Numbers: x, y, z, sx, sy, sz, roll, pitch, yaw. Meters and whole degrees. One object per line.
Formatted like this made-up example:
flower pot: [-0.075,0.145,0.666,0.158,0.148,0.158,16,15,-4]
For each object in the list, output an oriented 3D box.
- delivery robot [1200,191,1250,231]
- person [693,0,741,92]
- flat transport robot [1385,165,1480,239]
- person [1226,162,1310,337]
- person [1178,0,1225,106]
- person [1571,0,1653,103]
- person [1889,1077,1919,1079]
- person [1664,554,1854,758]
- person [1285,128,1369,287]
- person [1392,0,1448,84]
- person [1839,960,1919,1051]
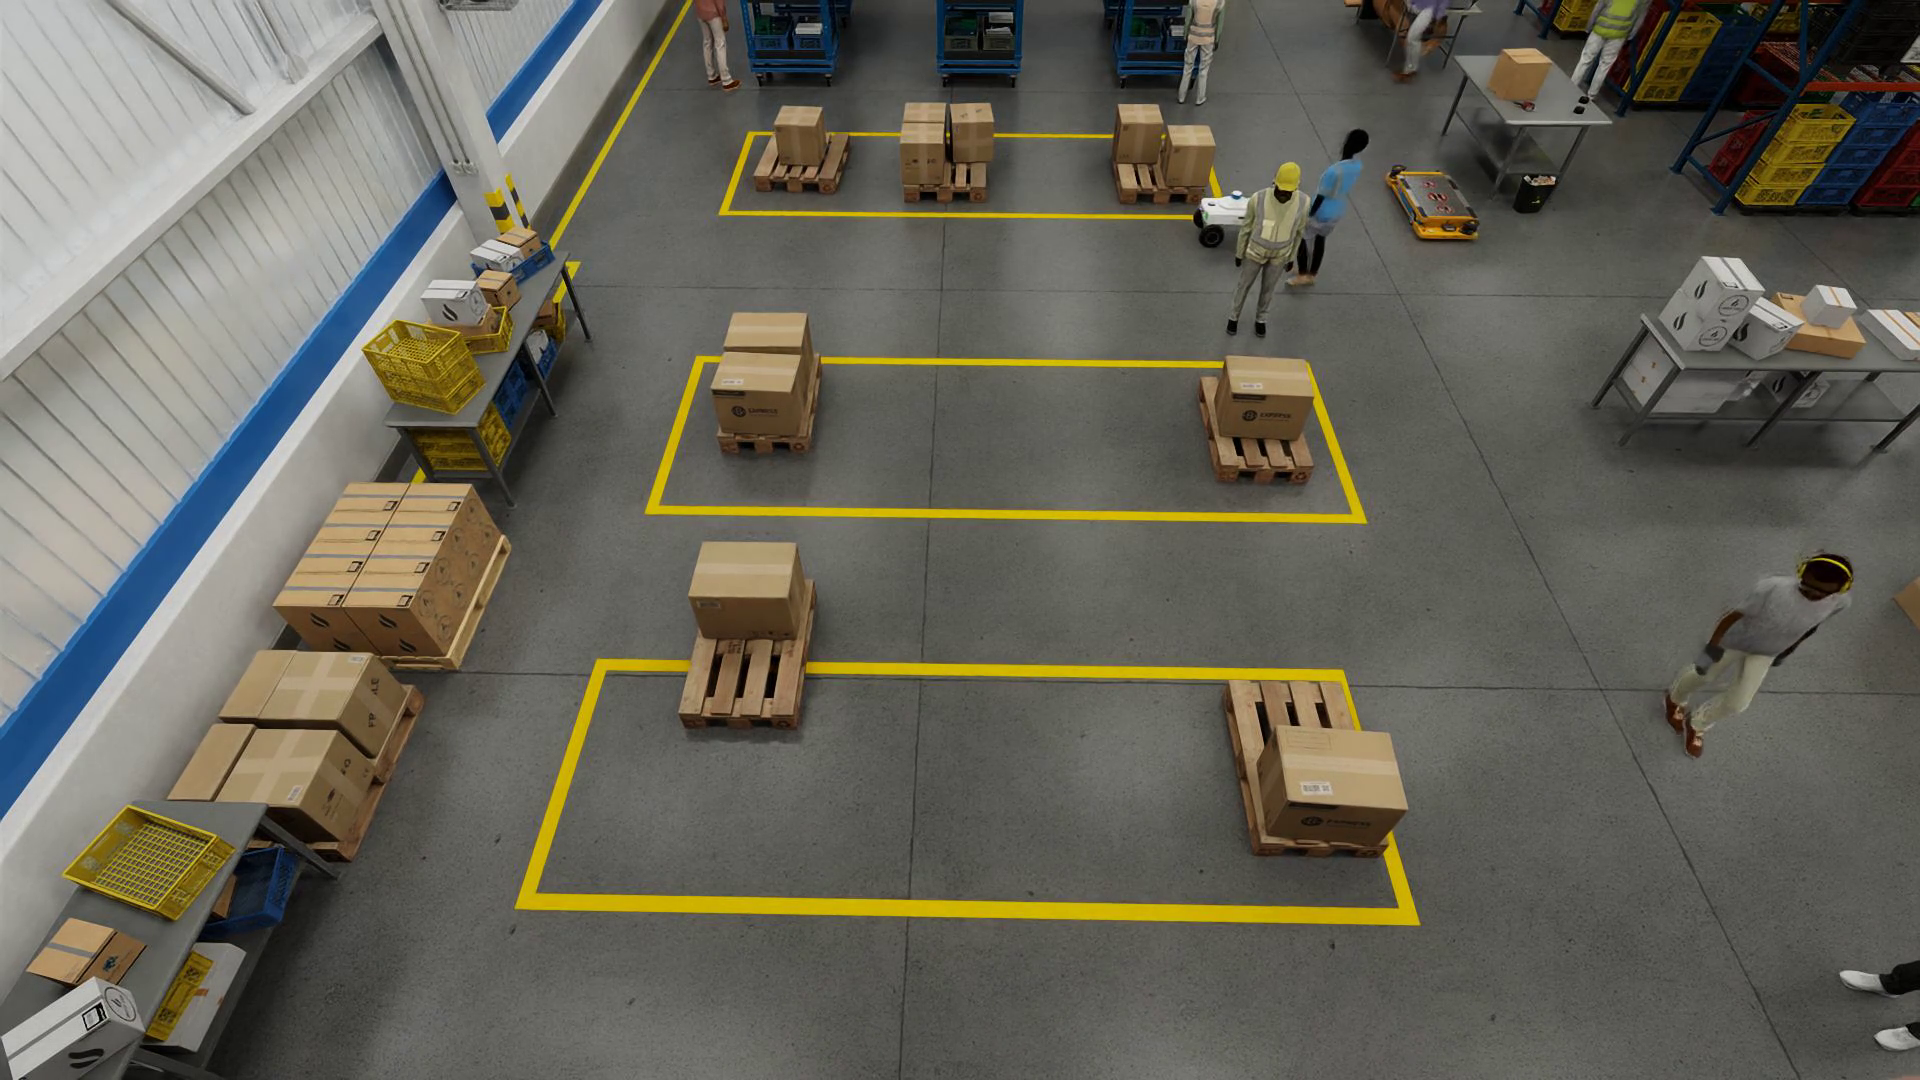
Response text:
delivery robot: [3.127,-3.762,10.526,0.707,0.478,0.477,0,49,0]
person: [-3.448,-7.344,12.751,0.610,1.985,0.415,31,56,24]
flat transport robot: [5.692,-4.094,11.059,0.652,0.197,1.431,1,49,1]
person: [2.981,-2.800,8.920,0.590,1.826,0.403,5,49,4]
person: [3.283,-6.797,12.498,0.511,1.641,0.308,14,51,12]
person: [8.836,-6.903,12.458,0.634,1.841,0.429,26,54,21]
person: [4.118,2.711,4.127,0.829,1.863,0.407,-4,49,-4]
person: [5.031,0.751,5.834,0.543,1.835,0.658,15,51,12]
person: [3.831,-3.428,9.573,0.609,1.663,0.343,-28,55,-22]
person: [6.528,-7.480,12.924,0.623,1.902,0.636,-14,51,-12]
person: [5.381,2.133,4.588,0.372,1.916,0.597,1,49,1]
